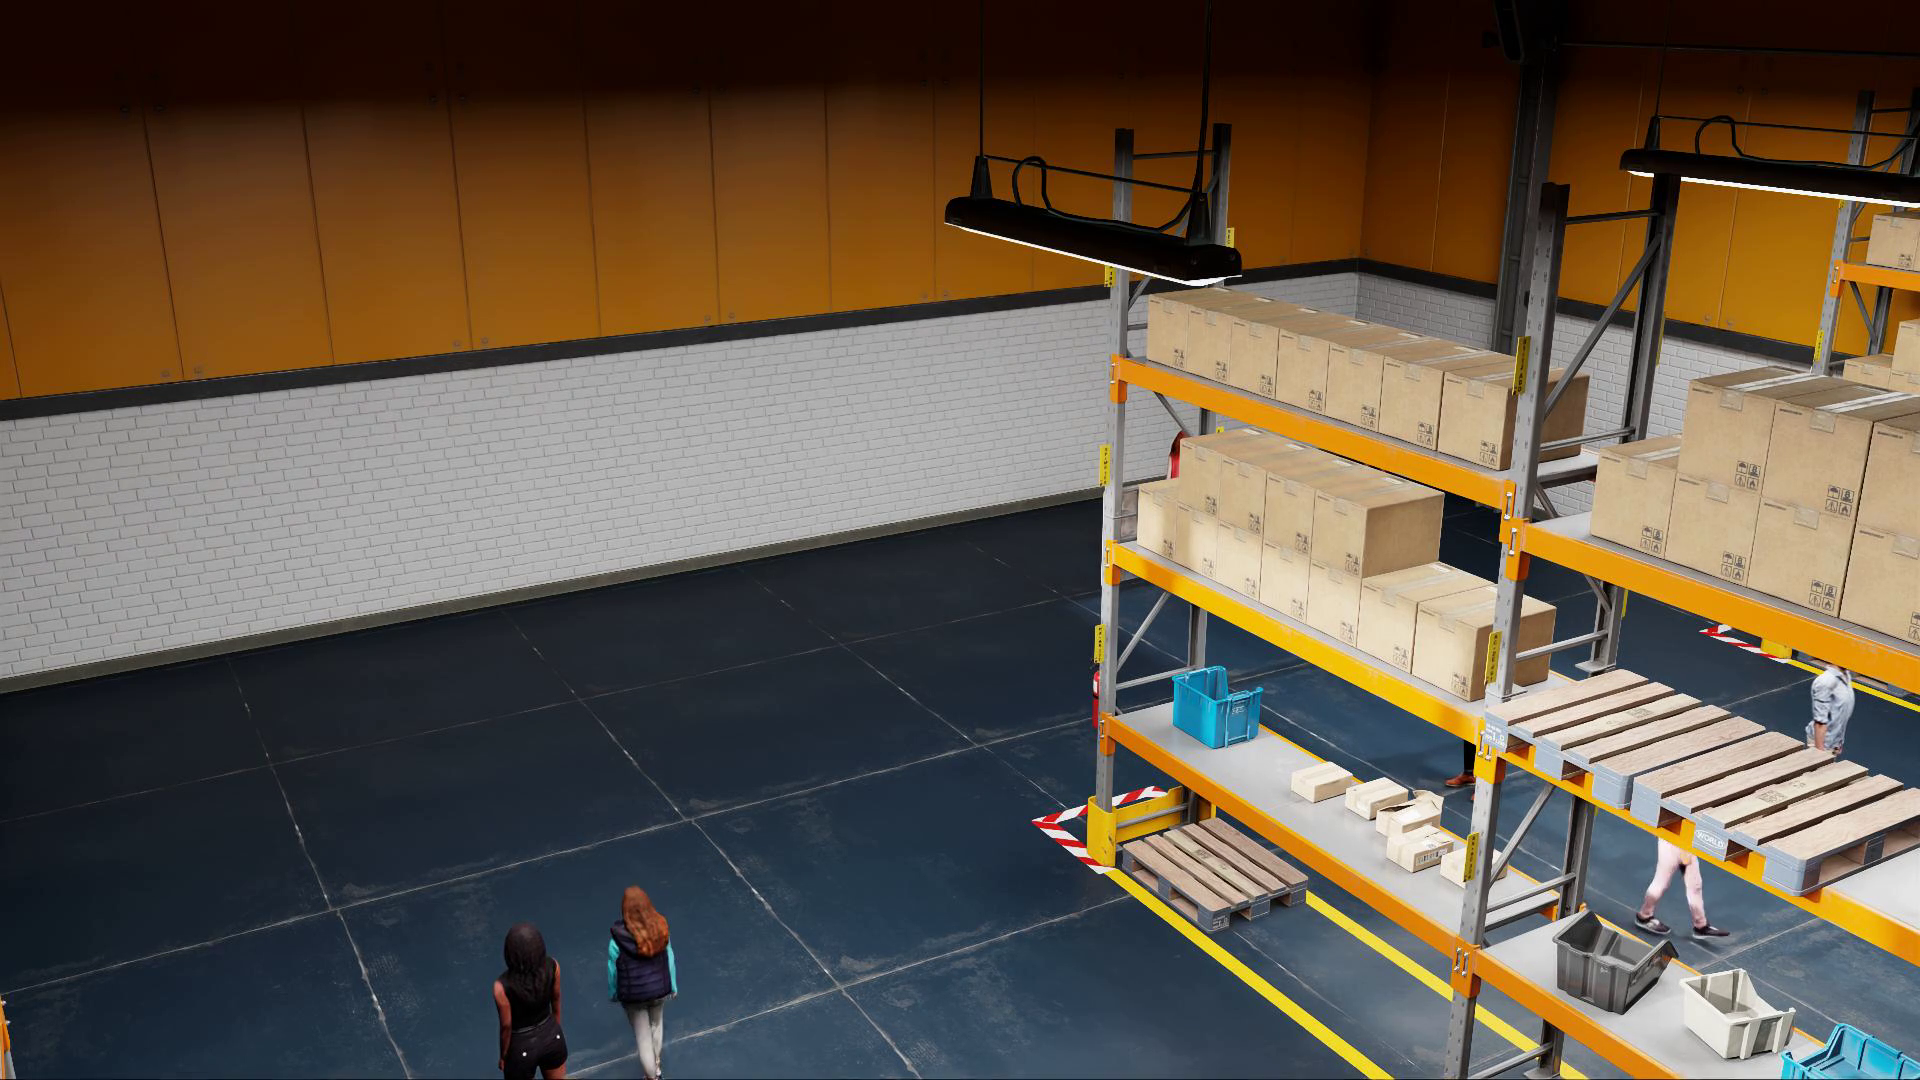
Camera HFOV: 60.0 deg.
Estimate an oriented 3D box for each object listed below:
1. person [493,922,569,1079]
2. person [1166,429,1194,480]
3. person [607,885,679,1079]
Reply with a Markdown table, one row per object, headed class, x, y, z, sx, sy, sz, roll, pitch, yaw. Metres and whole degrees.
| class | x | y | z | sx | sy | sz | roll | pitch | yaw |
| --- | --- | --- | --- | --- | --- | --- | --- | --- | --- |
| person | -2.596 | 3.097 | 10.114 | 0.598 | 1.741 | 0.641 | 18 | 25 | 42 |
| person | 2.757 | -0.490 | 20.631 | 0.638 | 1.826 | 0.738 | 8 | 20 | 24 |
| person | -2.046 | 2.974 | 10.869 | 0.602 | 1.492 | 0.685 | -9 | 21 | -24 |
